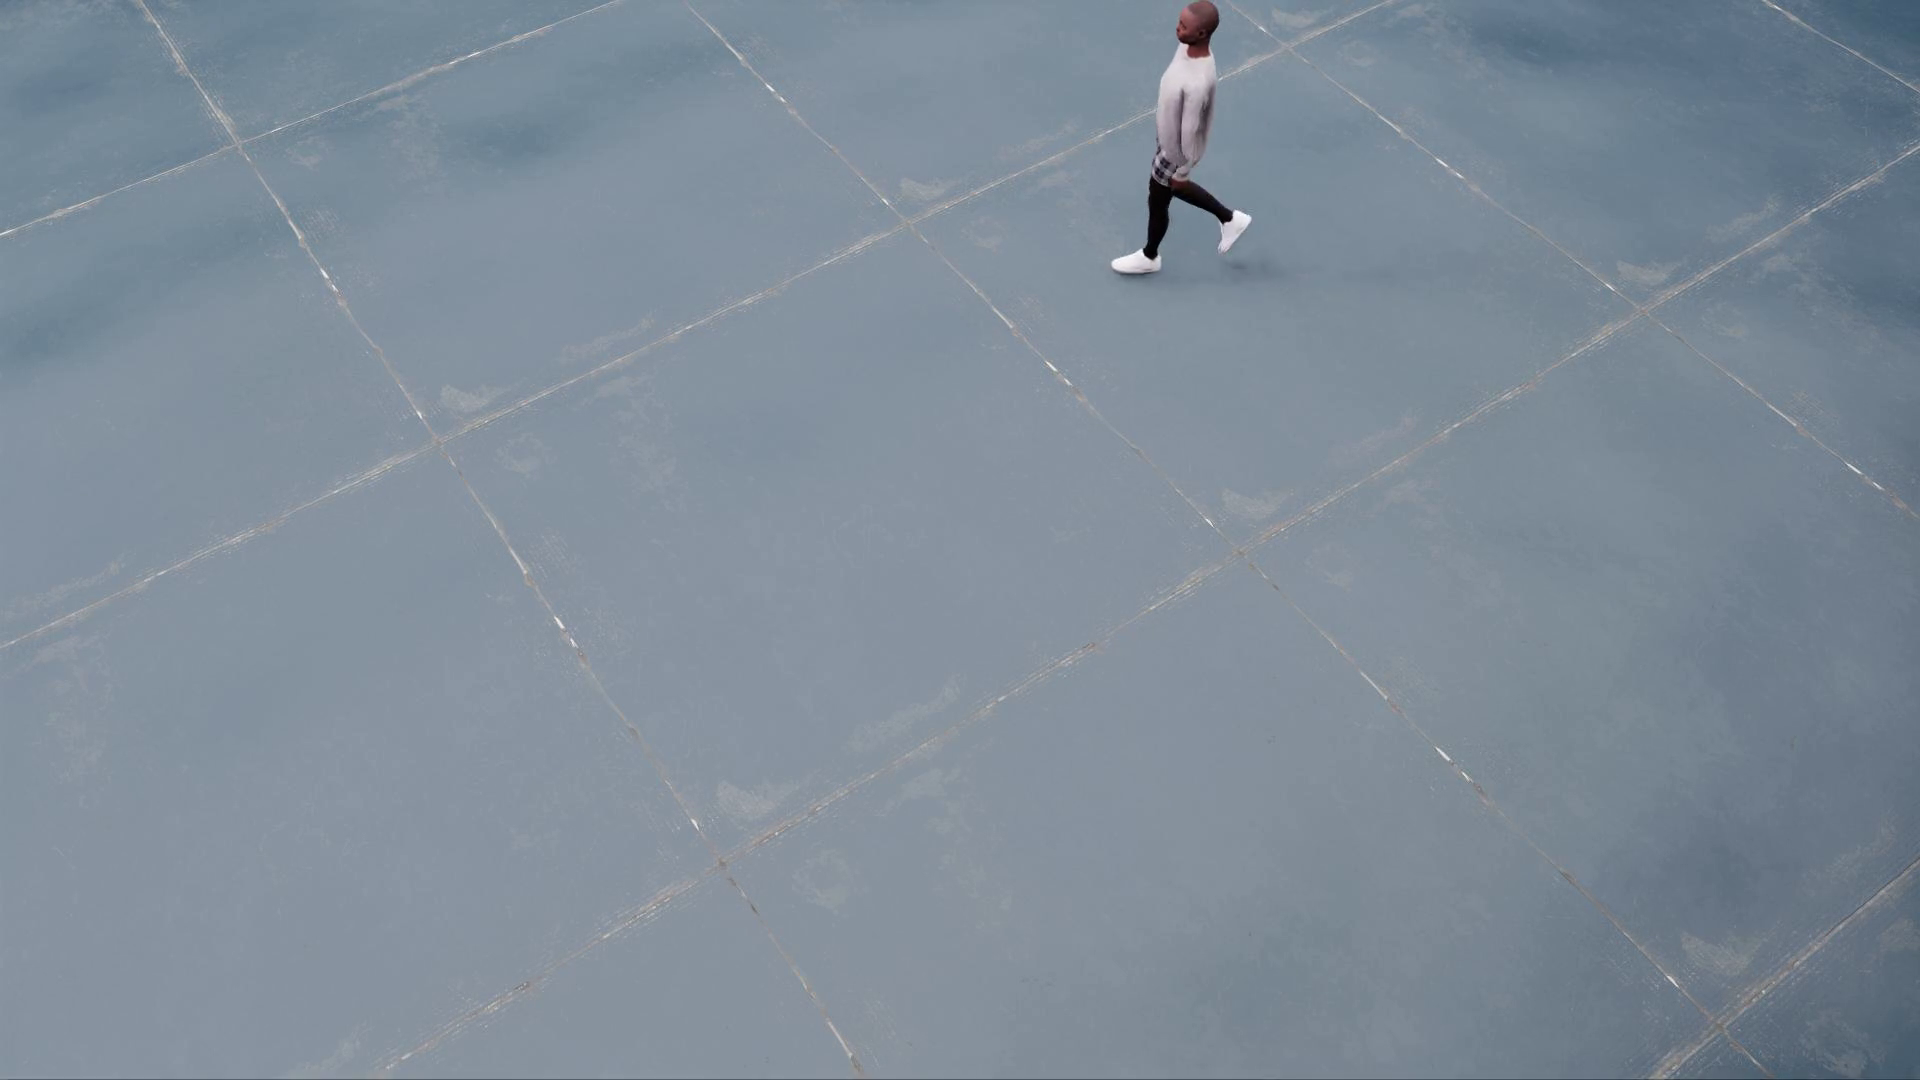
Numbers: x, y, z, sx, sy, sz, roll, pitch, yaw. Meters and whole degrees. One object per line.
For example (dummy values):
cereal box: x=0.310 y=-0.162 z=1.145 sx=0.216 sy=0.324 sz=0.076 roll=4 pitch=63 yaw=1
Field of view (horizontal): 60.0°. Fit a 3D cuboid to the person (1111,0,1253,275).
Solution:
person: x=1.263 y=-2.114 z=8.939 sx=1.028 sy=1.755 sz=1.053 roll=-2 pitch=52 yaw=-1
